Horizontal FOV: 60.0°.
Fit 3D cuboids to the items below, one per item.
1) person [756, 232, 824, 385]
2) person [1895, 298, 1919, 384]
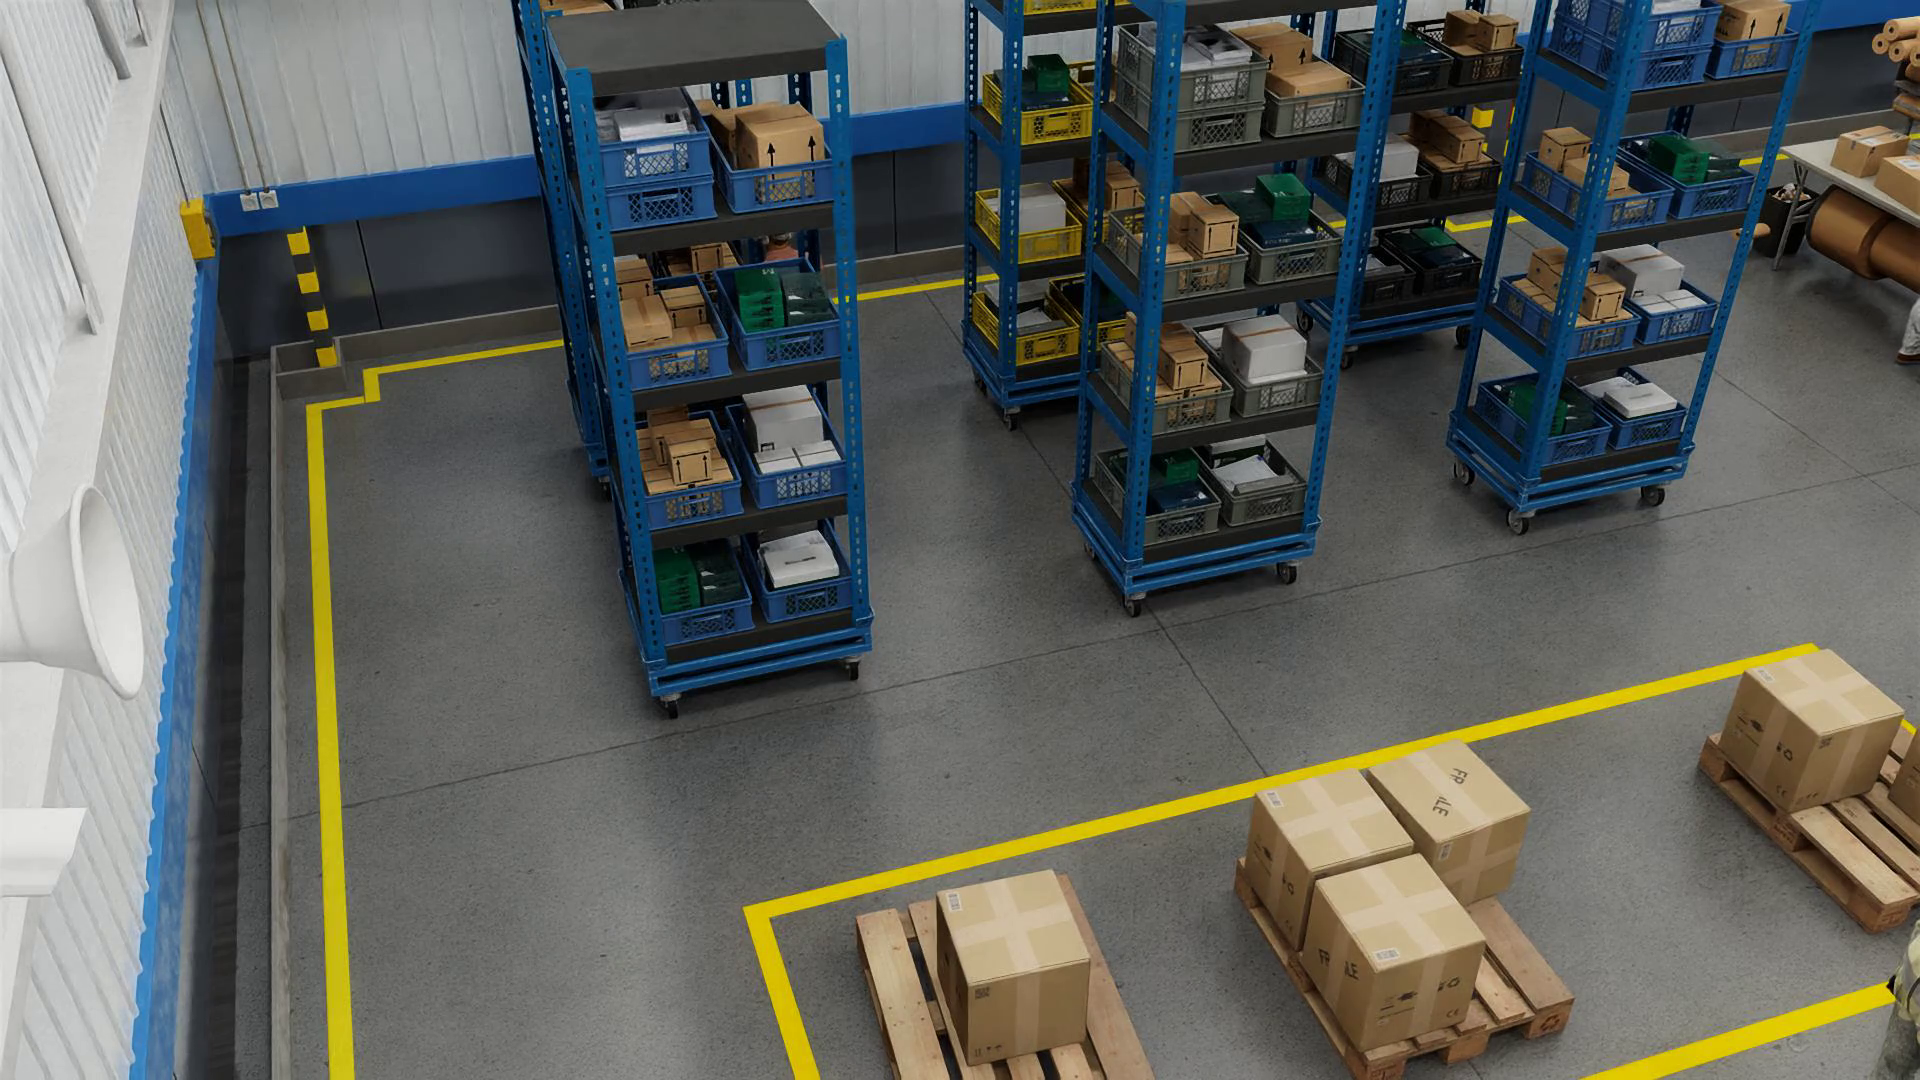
[{"bbox_3d":[-1.084,-1.157,10.204,0.625,1.980,0.411,-29,44,-34],"label":"person"},{"bbox_3d":[6.941,-1.997,11.437,0.369,1.932,0.627,-3,35,-4],"label":"person"}]
